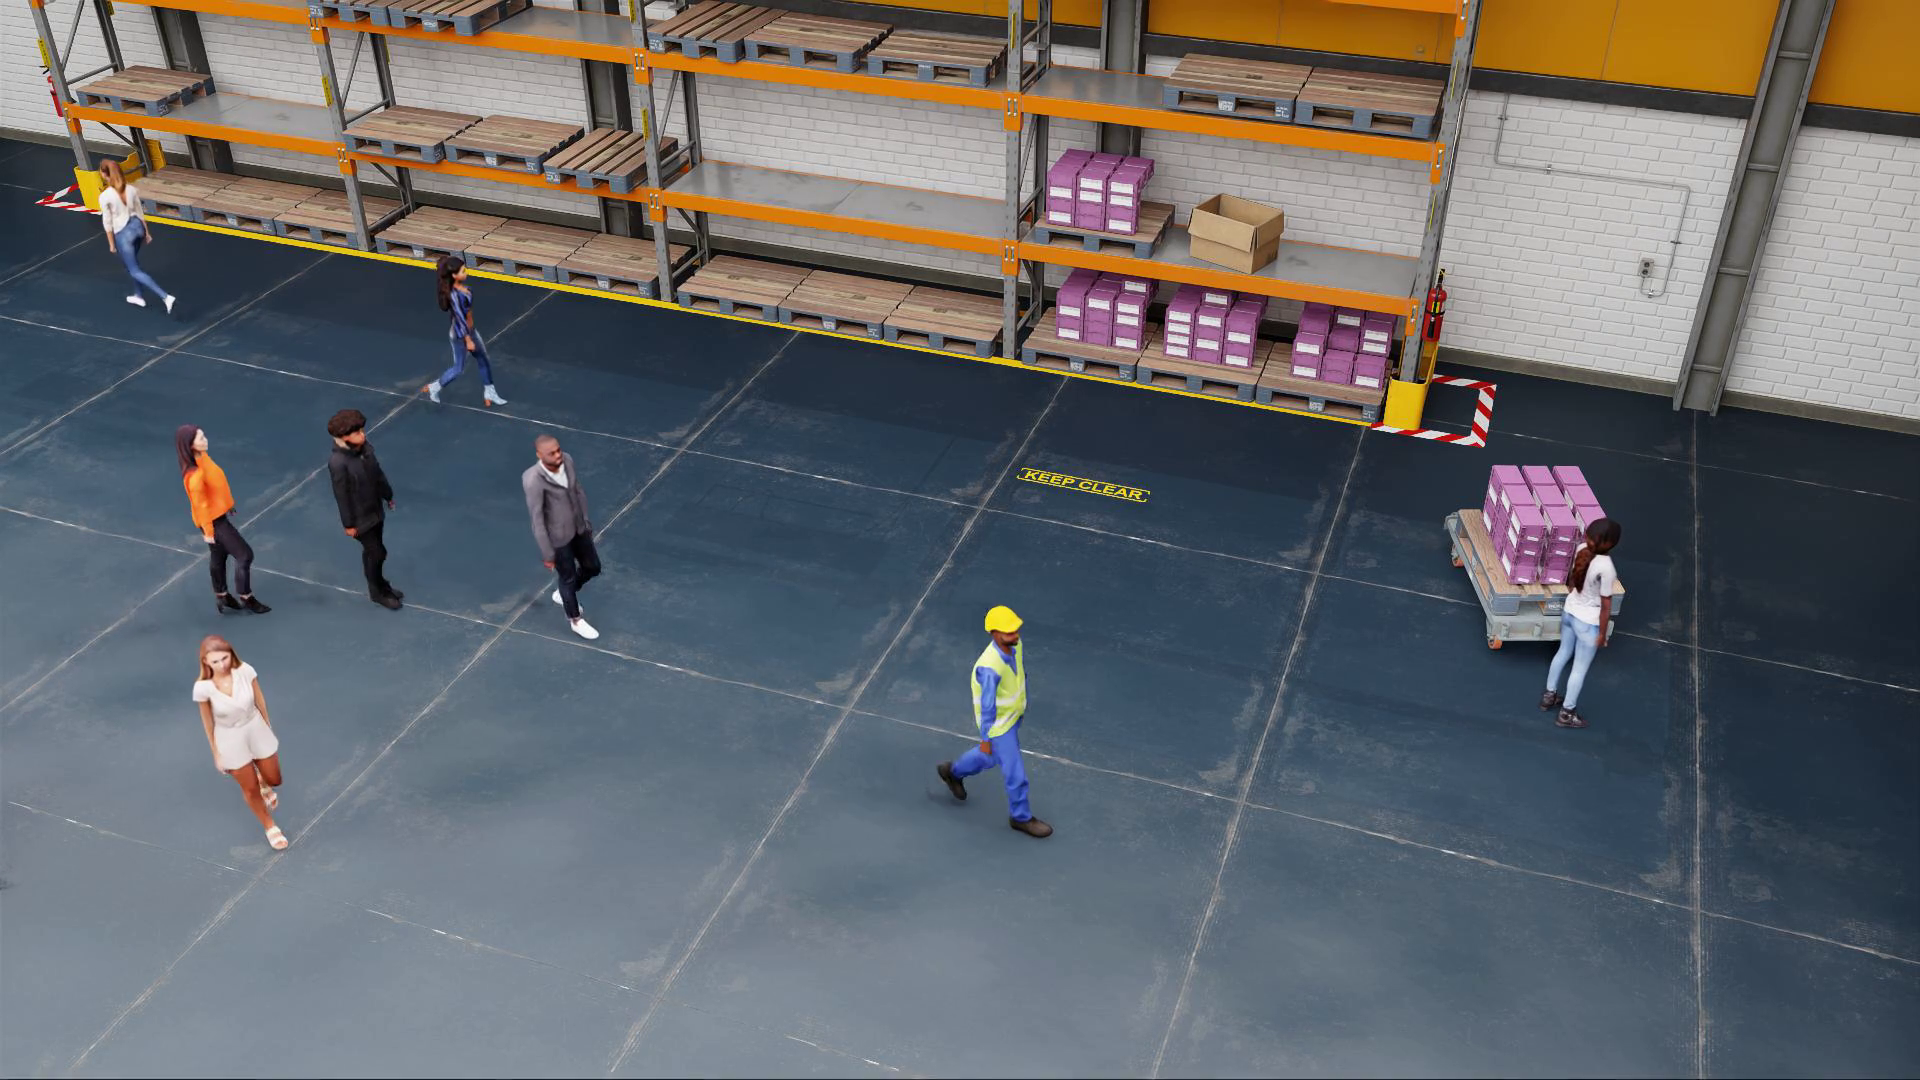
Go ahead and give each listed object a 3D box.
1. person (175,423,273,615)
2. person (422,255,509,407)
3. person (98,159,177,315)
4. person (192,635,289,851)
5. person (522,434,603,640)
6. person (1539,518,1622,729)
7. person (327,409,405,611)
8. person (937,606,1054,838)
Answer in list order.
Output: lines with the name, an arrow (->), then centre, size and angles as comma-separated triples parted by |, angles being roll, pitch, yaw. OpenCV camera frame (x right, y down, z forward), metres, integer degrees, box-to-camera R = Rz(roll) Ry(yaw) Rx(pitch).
person -> -5.953, -0.136, 13.073 | 0.814, 1.737, 0.759 | -12, 35, -18
person -> -4.824, -1.941, 15.920 | 1.096, 1.592, 0.874 | -3, 34, -4
person -> -8.792, -3.194, 17.715 | 1.083, 1.692, 0.663 | 14, 36, 21
person -> -4.758, 1.289, 10.981 | 0.795, 1.681, 0.895 | -23, 40, -30
person -> -3.129, -0.061, 12.897 | 0.802, 1.807, 0.807 | 17, 37, 24
person -> 4.500, 0.580, 12.013 | 0.696, 1.719, 0.671 | -8, 34, -12
person -> -4.815, -0.246, 13.213 | 0.633, 1.765, 0.682 | 8, 34, 11
person -> 0.209, 1.170, 11.060 | 1.132, 1.790, 0.703 | 14, 36, 19
